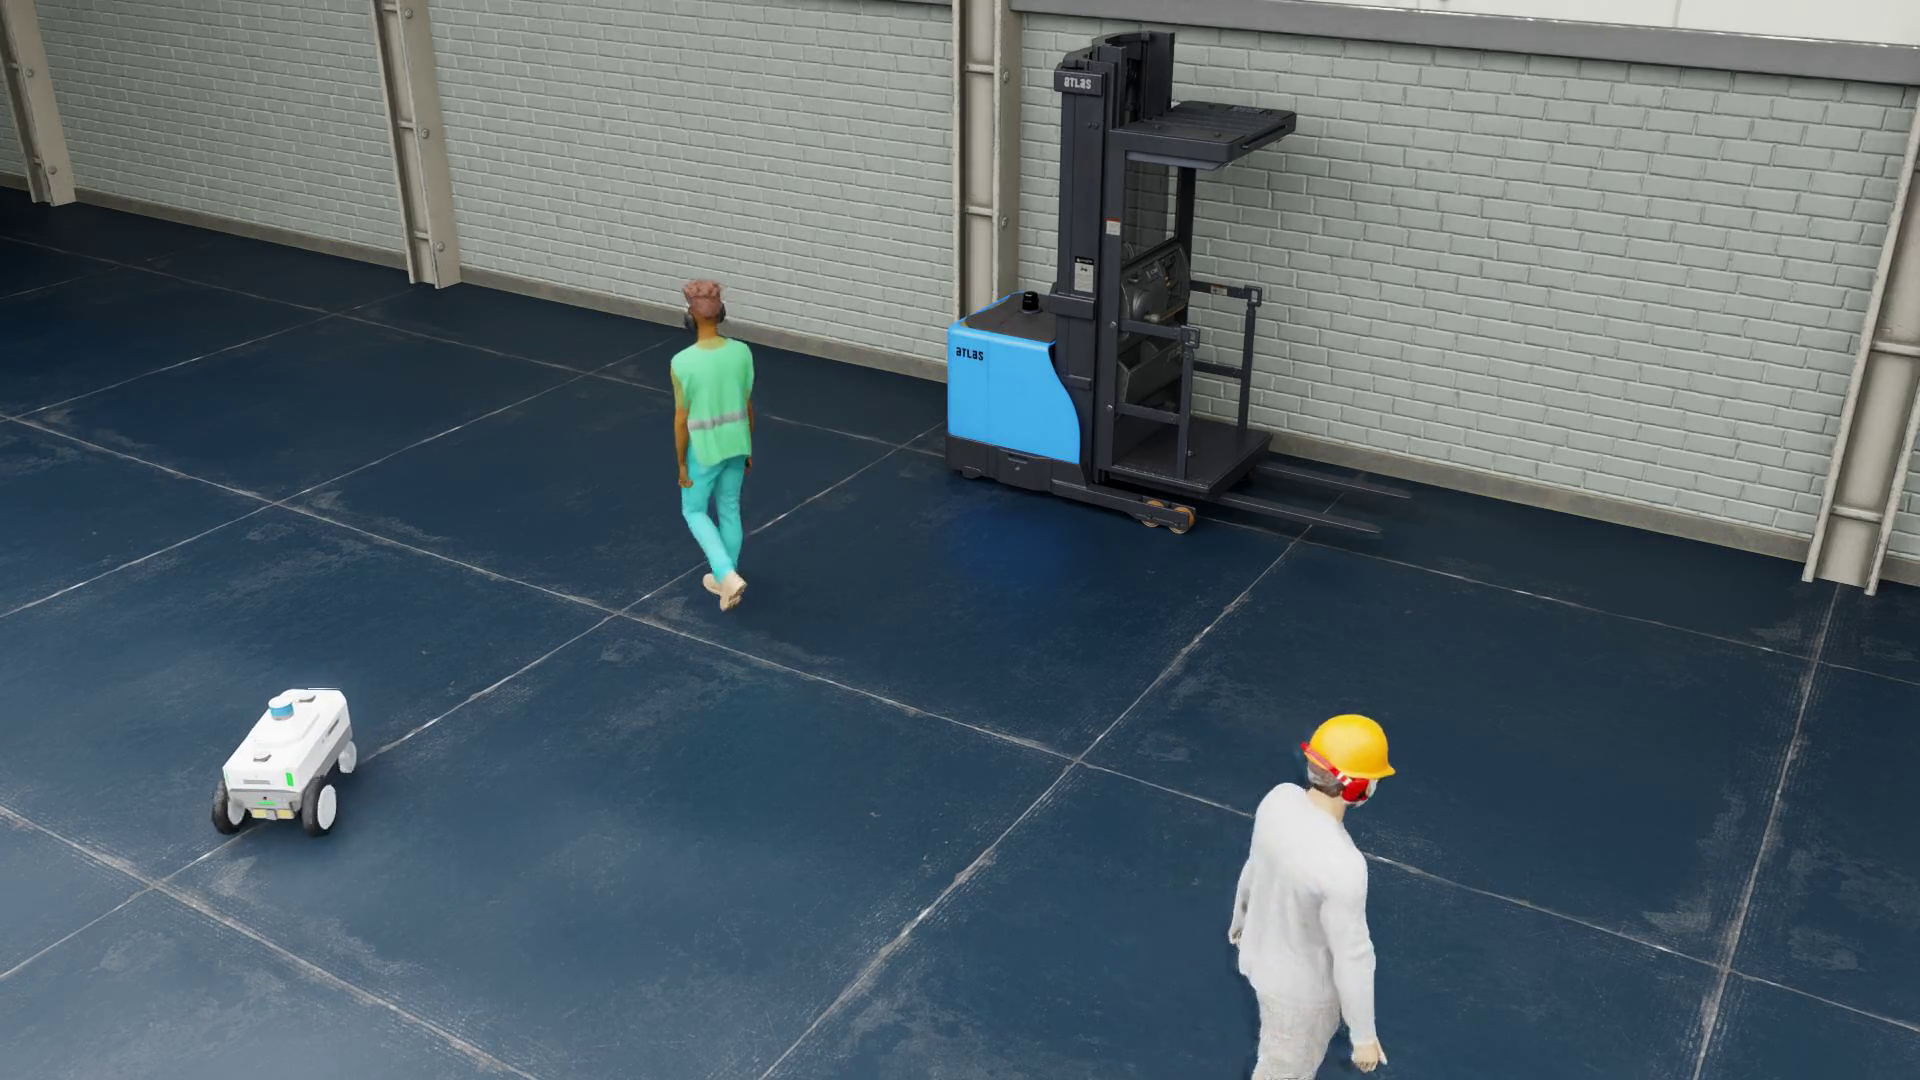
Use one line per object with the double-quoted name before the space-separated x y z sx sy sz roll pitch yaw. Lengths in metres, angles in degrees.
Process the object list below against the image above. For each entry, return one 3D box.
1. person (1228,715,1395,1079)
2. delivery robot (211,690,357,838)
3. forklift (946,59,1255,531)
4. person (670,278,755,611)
"person" 1.108 1.406 5.426 0.611 1.852 0.726 -7 26 -15
"delivery robot" -3.131 1.002 7.777 0.499 0.570 0.747 1 25 2
"forklift" 0.933 -1.707 10.833 1.873 2.768 1.129 15 29 28
"person" -1.354 -0.498 9.342 0.482 1.963 0.584 -15 29 -29
